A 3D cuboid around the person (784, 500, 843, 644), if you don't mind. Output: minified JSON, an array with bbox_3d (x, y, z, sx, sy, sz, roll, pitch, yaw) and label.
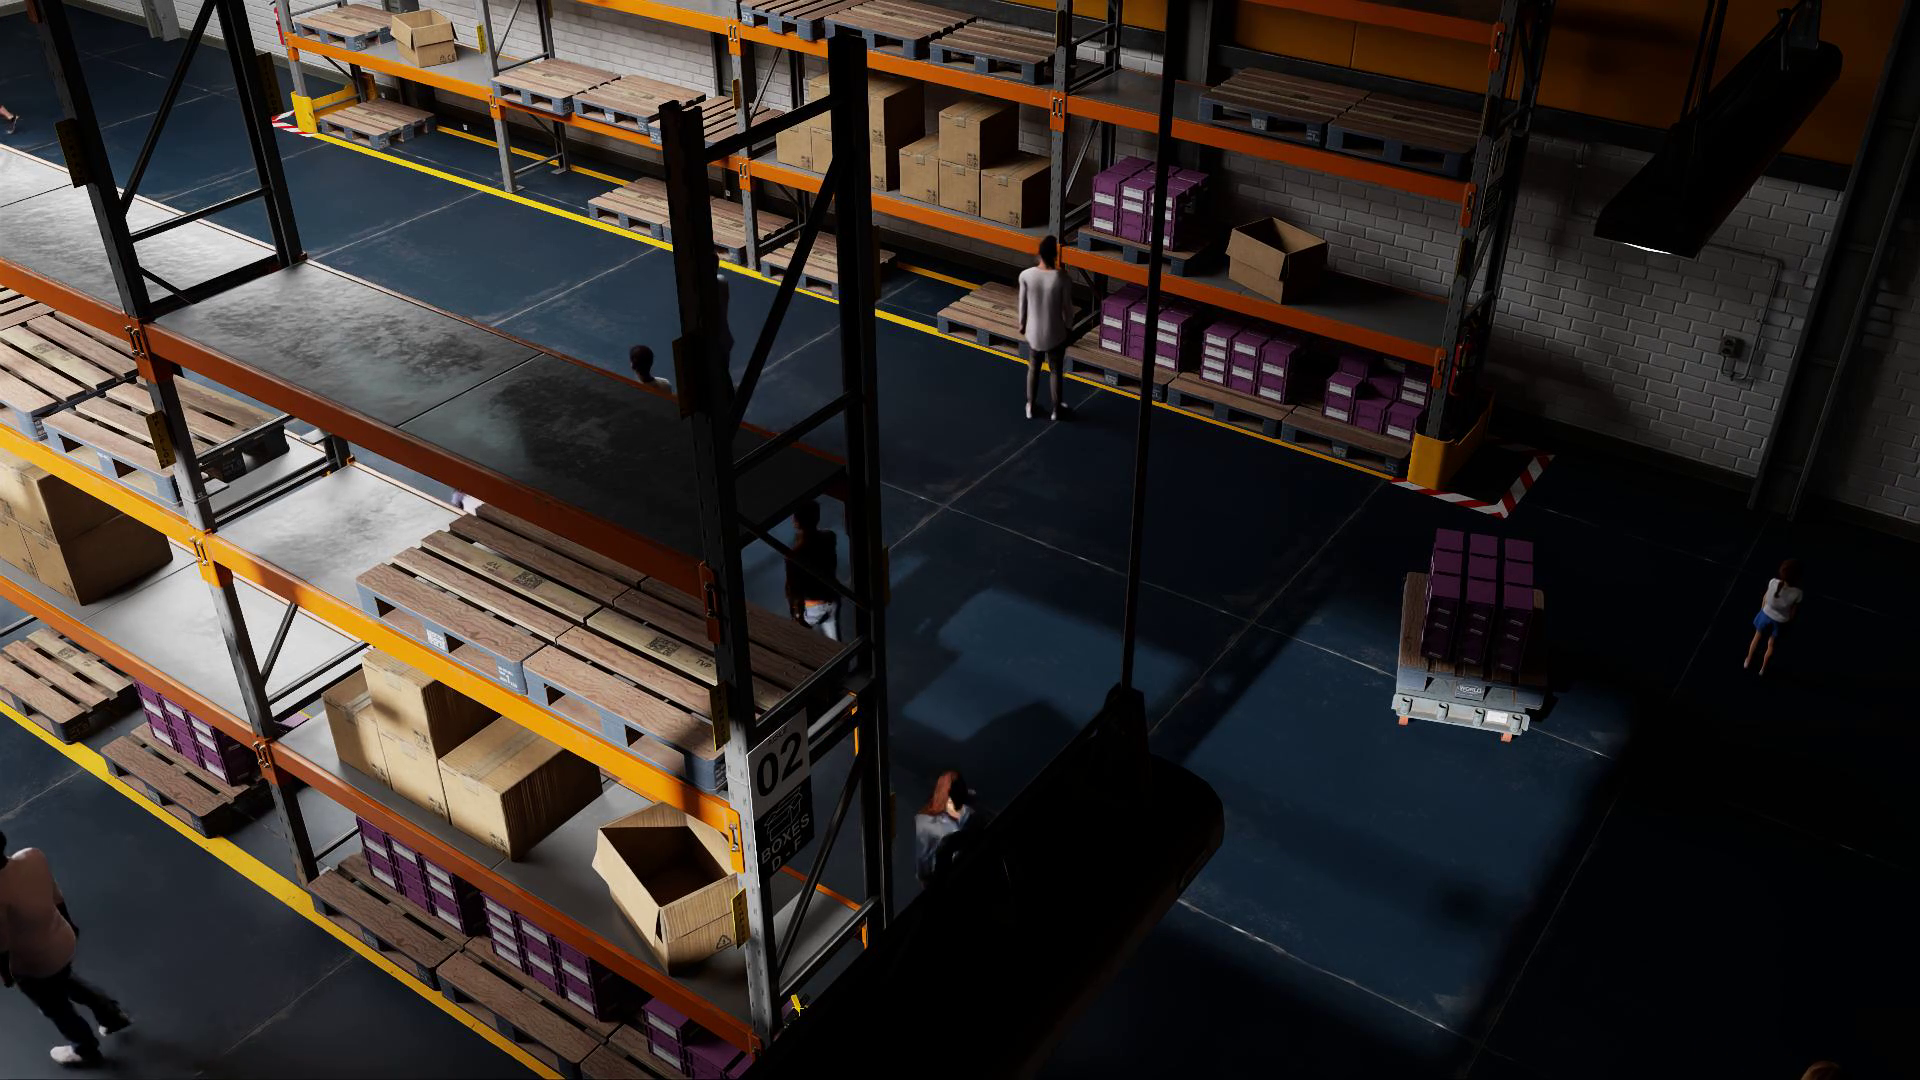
[{"bbox_3d":[-0.958,0.531,11.866,0.876,1.733,1.162,-23,40,-30],"label":"person"}]

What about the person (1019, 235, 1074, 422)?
[{"bbox_3d":[0.803,-1.985,15.556,0.622,1.839,0.797,8,34,11],"label":"person"}]

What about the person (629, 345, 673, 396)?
[{"bbox_3d":[-2.536,-0.801,13.892,0.728,1.708,0.731,-17,37,-24],"label":"person"}]

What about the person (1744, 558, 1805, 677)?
[{"bbox_3d":[6.107,0.567,12.457,0.502,1.019,0.396,-28,43,-35],"label":"person"}]

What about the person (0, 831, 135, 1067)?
[{"bbox_3d":[-5.021,2.269,9.194,0.845,1.796,0.789,5,34,8],"label":"person"}]
